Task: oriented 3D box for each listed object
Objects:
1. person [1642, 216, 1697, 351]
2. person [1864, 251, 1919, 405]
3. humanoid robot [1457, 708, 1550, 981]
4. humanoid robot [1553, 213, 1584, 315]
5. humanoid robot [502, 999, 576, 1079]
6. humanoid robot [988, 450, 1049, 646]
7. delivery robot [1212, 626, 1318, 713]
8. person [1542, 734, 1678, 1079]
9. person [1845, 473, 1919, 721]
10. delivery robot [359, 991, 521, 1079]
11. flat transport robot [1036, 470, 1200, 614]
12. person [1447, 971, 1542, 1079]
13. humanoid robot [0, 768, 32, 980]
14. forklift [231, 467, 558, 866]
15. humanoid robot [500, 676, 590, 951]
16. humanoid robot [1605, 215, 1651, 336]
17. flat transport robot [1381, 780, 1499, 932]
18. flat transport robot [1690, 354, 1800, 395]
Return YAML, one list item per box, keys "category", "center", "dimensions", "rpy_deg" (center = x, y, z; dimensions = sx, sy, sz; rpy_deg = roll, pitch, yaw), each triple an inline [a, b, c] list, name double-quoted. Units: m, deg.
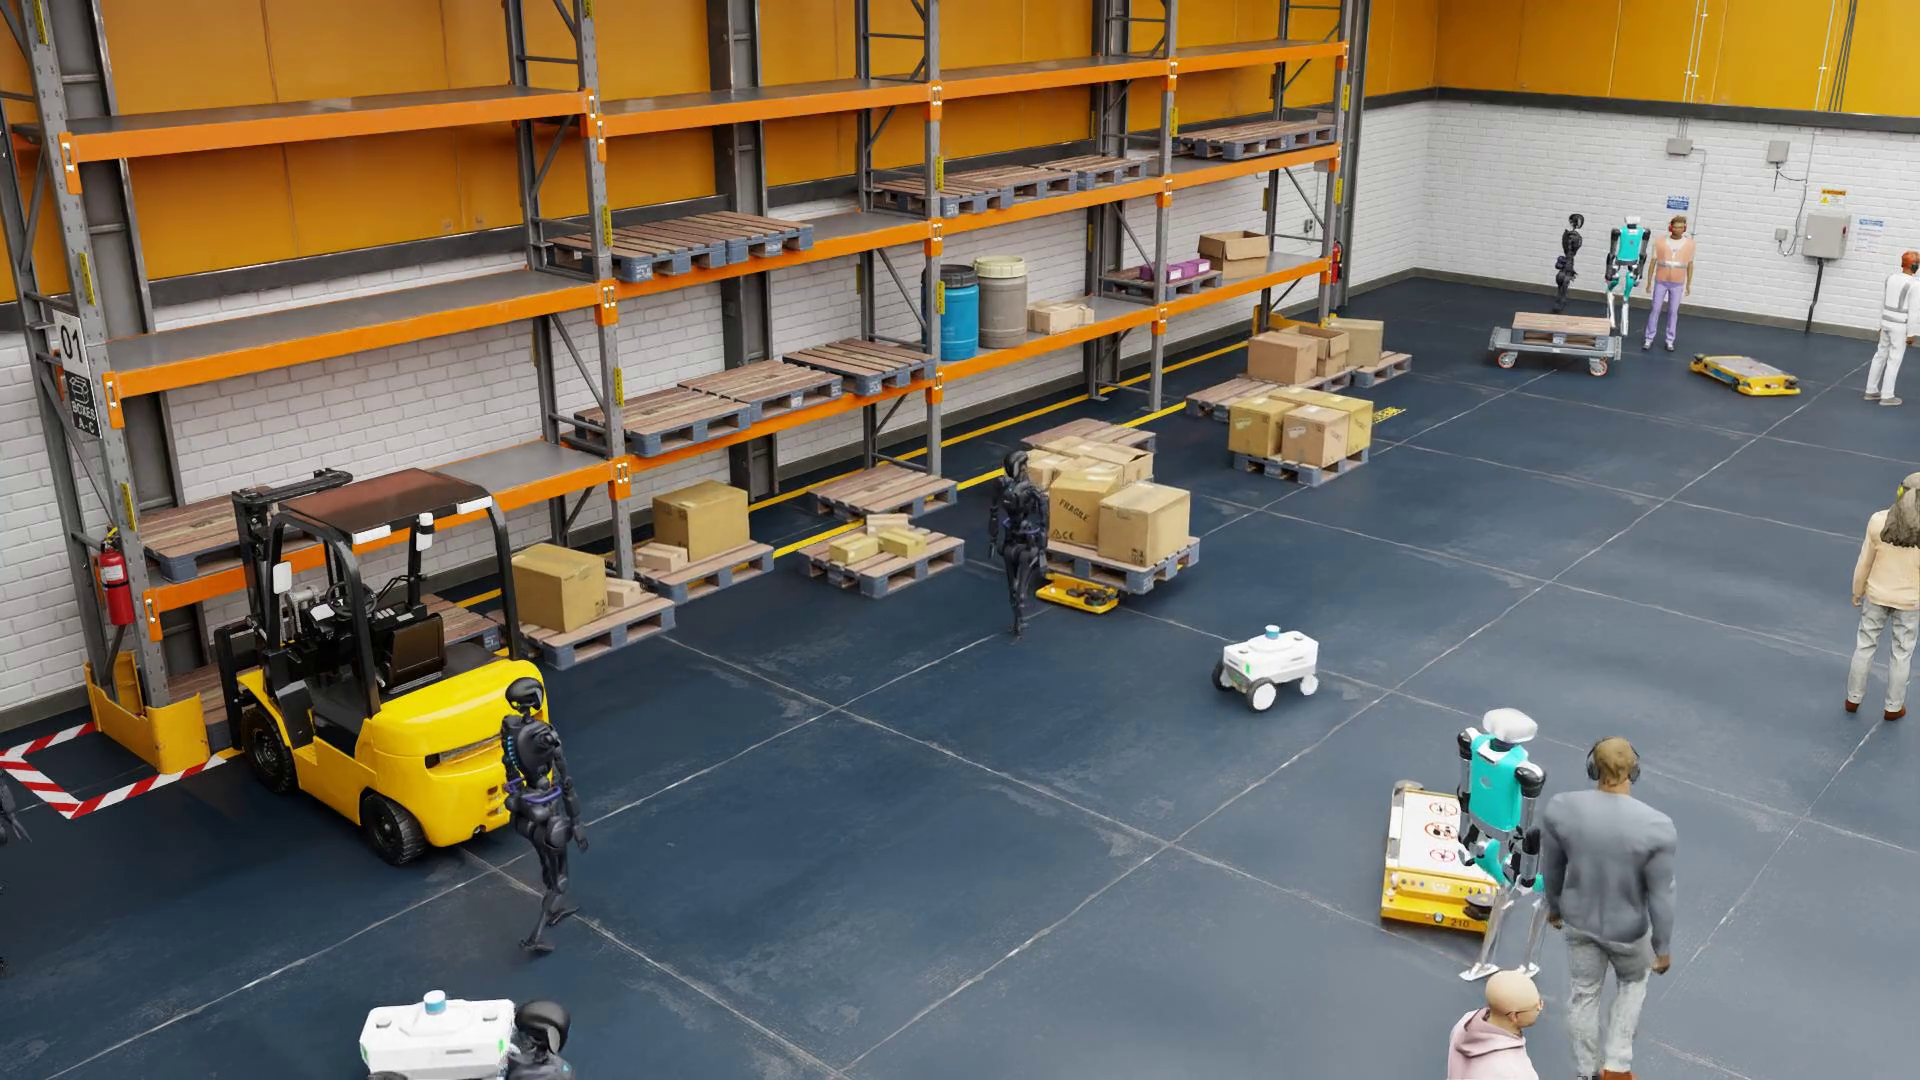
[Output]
- category: "person"
  center: [9.728, -3.522, 22.820]
  dimensions: [0.571, 1.841, 0.376]
  rpy_deg: [7, 21, 17]
- category: "person"
  center: [11.382, -2.577, 20.222]
  dimensions: [0.353, 1.878, 0.566]
  rpy_deg: [-3, 20, -8]
- category: "humanoid robot"
  center: [3.031, 1.655, 8.939]
  dimensions: [0.841, 1.750, 0.556]
  rpy_deg: [-11, 23, -28]
- category: "humanoid robot"
  center: [8.797, -3.917, 24.142]
  dimensions: [0.359, 1.648, 0.602]
  rpy_deg: [10, 23, 25]
- category: "humanoid robot"
  center: [-1.642, 2.546, 6.669]
  dimensions: [0.745, 1.629, 0.590]
  rpy_deg: [-2, 20, -7]
- category: "humanoid robot"
  center: [0.472, 0.032, 13.441]
  dimensions: [0.613, 1.633, 0.485]
  rpy_deg: [16, 26, 36]
- category: "delivery robot"
  center: [2.340, 0.939, 12.583]
  dimensions: [0.789, 0.587, 0.499]
  rpy_deg: [-10, 23, -26]
- category: "person"
  center: [3.145, 1.867, 8.139]
  dimensions: [0.679, 1.901, 0.446]
  rpy_deg: [14, 24, 33]
- category: "person"
  center: [6.803, 0.415, 12.108]
  dimensions: [0.567, 1.875, 0.394]
  rpy_deg: [15, 25, 35]
- category: "delivery robot"
  center: [-2.602, 2.531, 8.291]
  dimensions: [0.805, 0.601, 0.499]
  rpy_deg: [-2, 20, -6]
- category: "flat transport robot"
  center: [1.348, 0.297, 14.746]
  dimensions: [0.659, 0.231, 1.431]
  rpy_deg: [14, 25, 34]
- category: "person"
  center: [2.072, 2.490, 6.616]
  dimensions: [0.406, 1.784, 0.523]
  rpy_deg: [-2, 20, -5]
- category: "humanoid robot"
  center: [-5.552, 1.607, 9.210]
  dimensions: [0.693, 1.646, 0.608]
  rpy_deg: [11, 23, 28]
- category: "forklift"
  center: [-3.730, 0.710, 10.856]
  dimensions: [2.313, 2.155, 1.214]
  rpy_deg: [17, 26, 38]
- category: "humanoid robot"
  center: [-2.378, 1.529, 9.394]
  dimensions: [0.600, 1.647, 0.582]
  rpy_deg: [15, 25, 35]
- category: "humanoid robot"
  center: [9.418, -3.782, 23.722]
  dimensions: [0.547, 1.795, 0.838]
  rpy_deg: [2, 20, 7]
- category: "flat transport robot"
  center: [2.984, 1.938, 10.301]
  dimensions: [0.659, 0.231, 1.431]
  rpy_deg: [6, 21, 15]
- category: "flat transport robot"
  center: [10.035, -2.114, 21.280]
  dimensions: [0.659, 0.231, 1.431]
  rpy_deg: [-3, 20, -7]
